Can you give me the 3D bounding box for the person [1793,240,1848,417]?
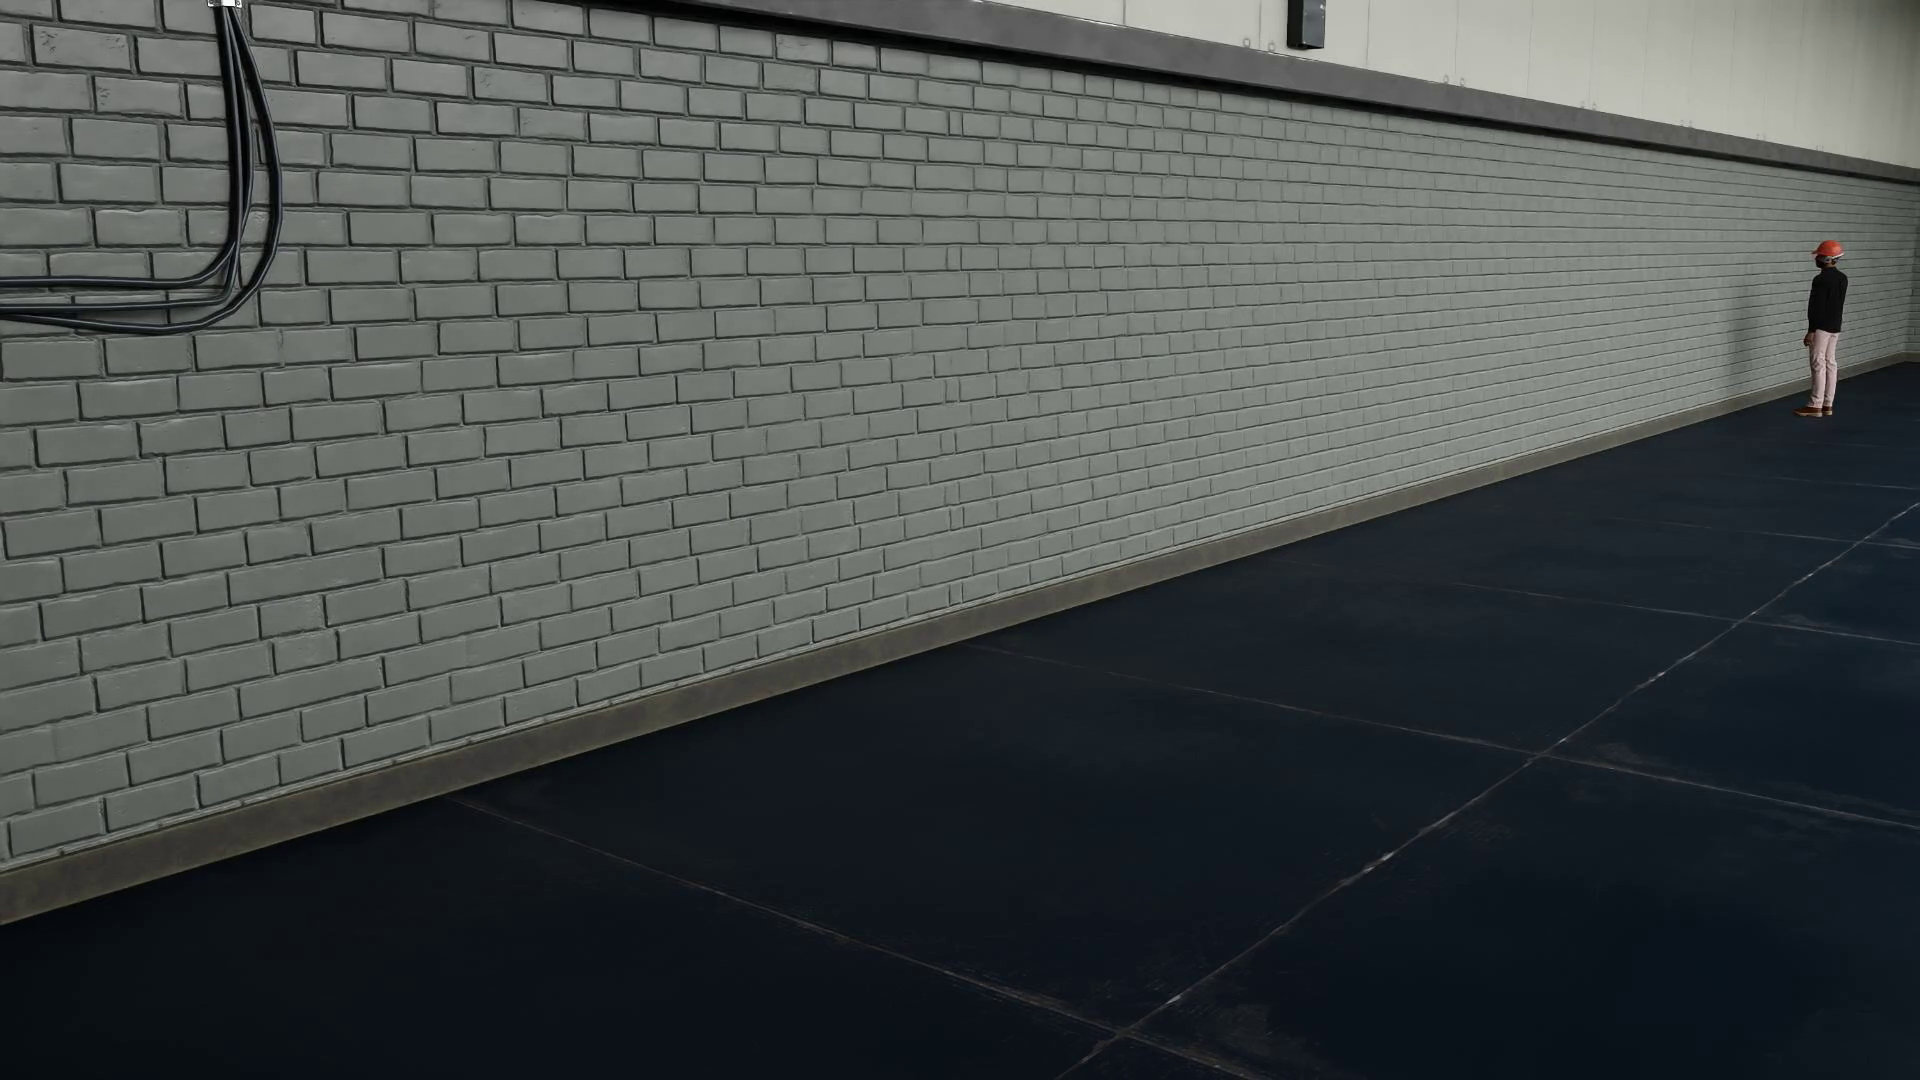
[{"bbox_3d":[9.876,-2.418,19.031,0.616,1.997,0.373,-8,13,-37],"label":"person"}]
